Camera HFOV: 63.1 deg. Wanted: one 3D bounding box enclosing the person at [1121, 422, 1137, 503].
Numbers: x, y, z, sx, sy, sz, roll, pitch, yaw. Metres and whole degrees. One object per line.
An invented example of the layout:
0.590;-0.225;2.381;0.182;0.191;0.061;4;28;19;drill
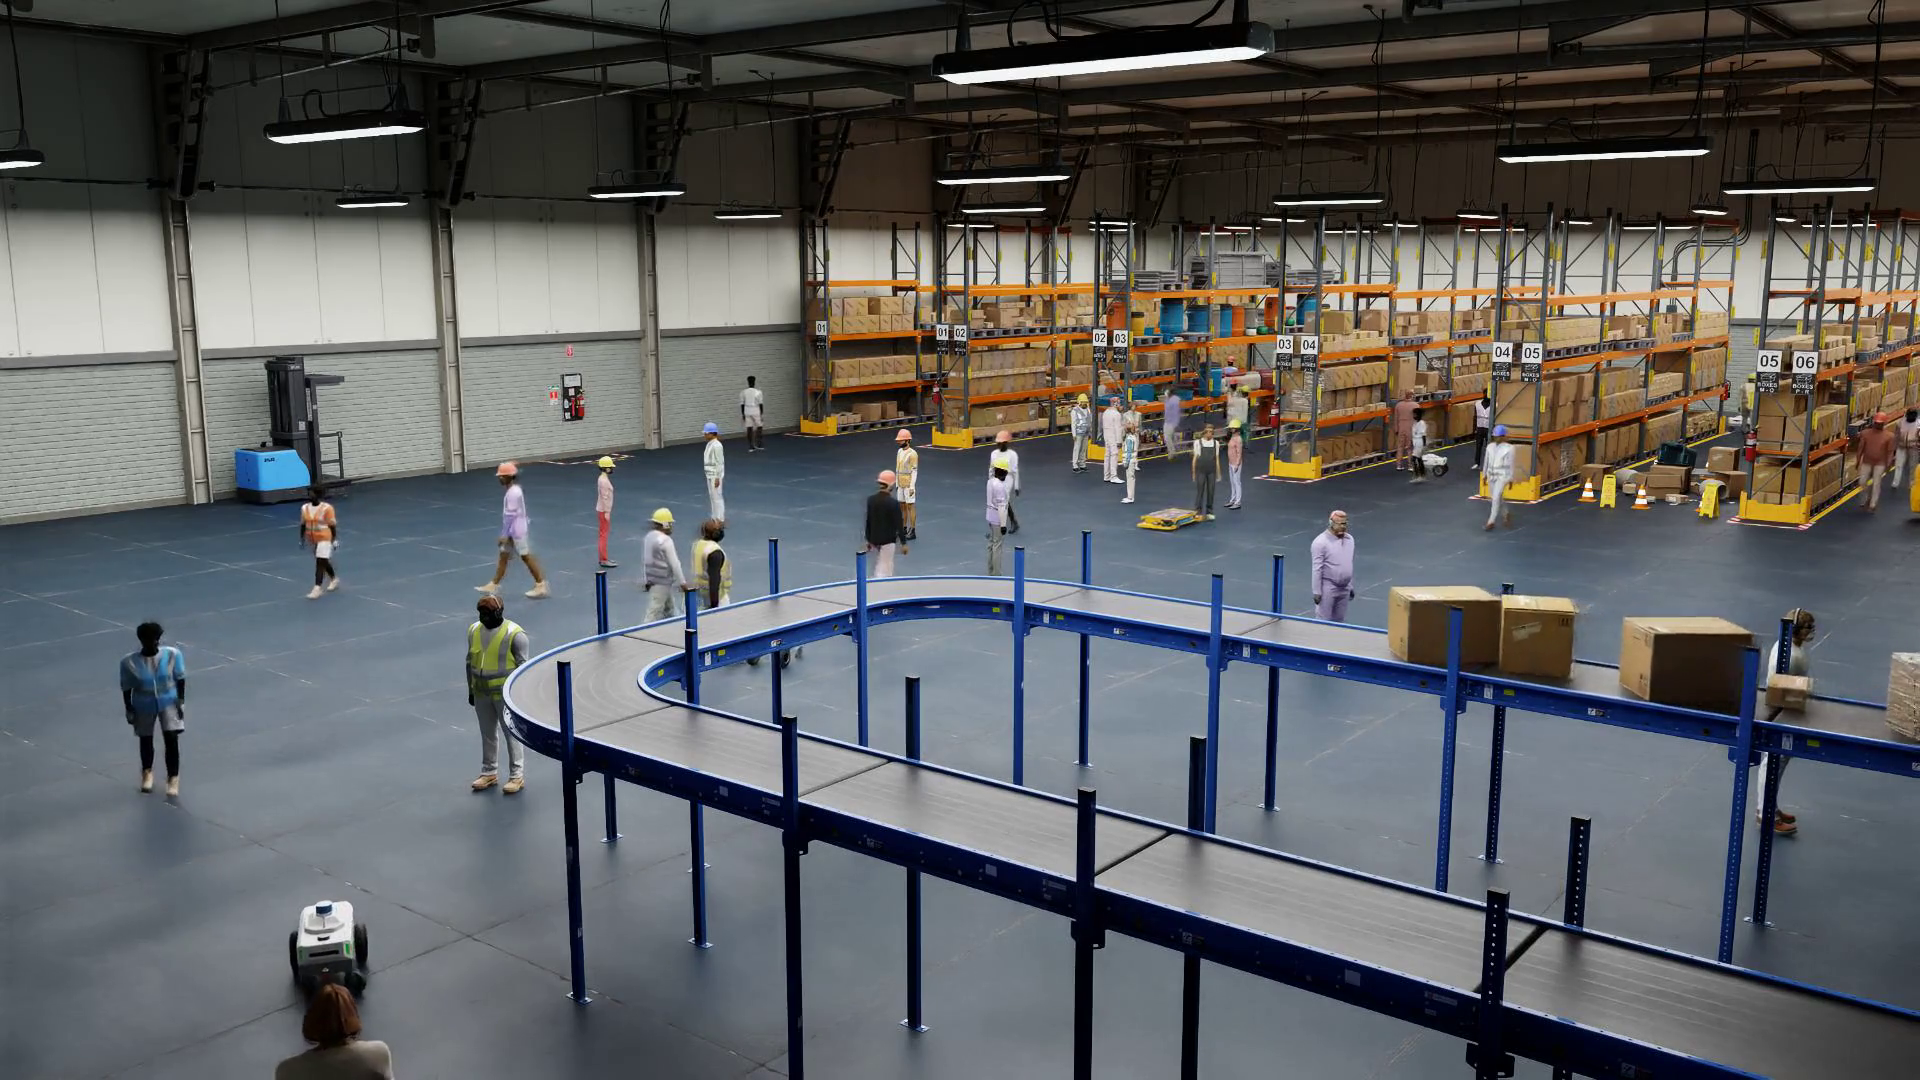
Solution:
3.435;-1.569;31.683;0.307;1.641;0.514;2;10;12;person

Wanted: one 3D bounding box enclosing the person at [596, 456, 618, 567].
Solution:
-5.670;-0.463;25.096;0.330;1.768;0.526;-3;10;-15;person

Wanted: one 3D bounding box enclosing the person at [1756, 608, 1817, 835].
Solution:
7.073;1.528;13.411;0.369;1.938;0.630;6;12;29;person

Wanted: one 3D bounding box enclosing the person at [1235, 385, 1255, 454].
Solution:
7.236;-3.046;39.686;0.670;1.737;0.519;-4;11;-20;person

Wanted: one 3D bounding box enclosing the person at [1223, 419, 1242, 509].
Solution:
5.423;-1.502;30.952;0.309;1.769;0.524;-1;10;-8;person

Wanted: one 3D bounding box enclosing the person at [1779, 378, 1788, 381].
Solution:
22.578;-3.669;42.909;0.618;1.861;0.763;1;10;6;person

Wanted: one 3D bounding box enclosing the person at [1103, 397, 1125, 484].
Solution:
3.406;-2.216;34.571;0.399;1.908;0.643;-4;11;-23;person

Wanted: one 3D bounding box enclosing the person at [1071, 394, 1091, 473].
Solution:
2.826;-2.475;36.236;0.599;1.830;0.403;-10;14;-43;person

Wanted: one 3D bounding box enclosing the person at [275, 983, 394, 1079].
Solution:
-2.837;2.800;7.152;0.520;1.618;0.370;-5;11;-28;person

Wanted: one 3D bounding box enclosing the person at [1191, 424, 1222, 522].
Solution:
4.630;-1.272;29.483;0.571;1.826;0.419;-2;10;-11;person

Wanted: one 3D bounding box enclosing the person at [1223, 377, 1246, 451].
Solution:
7.178;-3.300;40.654;0.823;1.916;0.546;-10;14;-44;person

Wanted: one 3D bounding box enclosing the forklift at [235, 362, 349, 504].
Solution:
-13.803;-2.244;32.110;1.129;2.768;1.873;8;13;37;forklift

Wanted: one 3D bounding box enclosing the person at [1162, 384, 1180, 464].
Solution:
5.059;-2.799;37.816;0.452;1.917;0.677;-3;11;-18;person

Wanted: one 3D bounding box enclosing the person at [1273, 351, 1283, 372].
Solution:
11.998;-6.441;58.190;0.815;1.965;0.596;-4;11;-23;person

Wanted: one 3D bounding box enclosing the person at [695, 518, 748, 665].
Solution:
-3.040;0.628;18.863;0.927;1.809;0.640;-5;11;-26;person

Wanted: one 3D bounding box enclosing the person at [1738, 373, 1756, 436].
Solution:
22.069;-3.773;43.669;0.608;1.795;0.910;4;11;22;person

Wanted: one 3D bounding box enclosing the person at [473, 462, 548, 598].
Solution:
-6.494;-0.129;22.586;1.051;1.984;0.630;-3;11;-17;person

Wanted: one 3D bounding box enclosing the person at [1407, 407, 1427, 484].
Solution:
10.044;-2.080;34.466;0.586;1.676;0.541;0;10;3;person

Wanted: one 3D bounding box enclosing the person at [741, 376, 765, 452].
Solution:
-5.320;-3.271;40.395;0.644;1.939;0.661;2;10;12;person

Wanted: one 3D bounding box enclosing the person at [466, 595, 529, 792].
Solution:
-4.268;1.403;14.384;0.634;1.841;0.429;3;11;19;person

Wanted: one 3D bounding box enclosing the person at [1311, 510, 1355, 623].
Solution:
4.513;0.585;18.815;0.646;1.904;0.401;-6;12;-31;person

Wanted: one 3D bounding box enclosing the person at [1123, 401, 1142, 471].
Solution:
4.027;-2.436;36.585;0.521;1.632;0.329;-5;11;-27;person

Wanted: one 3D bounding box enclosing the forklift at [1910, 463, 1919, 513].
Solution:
19.034;-1.348;28.998;2.313;2.155;1.214;8;13;37;forklift

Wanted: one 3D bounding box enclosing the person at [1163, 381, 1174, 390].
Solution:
7.066;-5.492;53.204;0.712;1.848;0.516;-5;11;-25;person

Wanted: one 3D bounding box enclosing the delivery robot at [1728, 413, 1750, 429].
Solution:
22.446;-3.396;44.872;0.707;0.478;0.477;7;12;35;delivery robot

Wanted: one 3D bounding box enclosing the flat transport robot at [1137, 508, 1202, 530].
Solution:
3.904;-0.397;29.057;0.652;0.197;1.431;7;12;33;flat transport robot

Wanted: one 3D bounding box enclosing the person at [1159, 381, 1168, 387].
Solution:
6.856;-5.359;52.370;0.605;1.872;1.009;8;13;39;person

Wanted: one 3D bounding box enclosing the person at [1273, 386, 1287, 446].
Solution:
8.481;-3.285;41.447;0.816;1.597;0.500;-9;14;-42;person

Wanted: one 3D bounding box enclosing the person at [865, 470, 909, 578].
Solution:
-0.959;-0.006;21.959;0.642;1.962;0.810;10;14;44;person

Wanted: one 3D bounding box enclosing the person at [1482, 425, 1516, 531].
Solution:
9.863;-1.158;28.573;0.816;1.923;0.624;-6;12;-32;person

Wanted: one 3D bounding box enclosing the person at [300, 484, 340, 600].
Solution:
-9.364;-0.019;22.910;0.541;1.658;0.868;3;10;15;person

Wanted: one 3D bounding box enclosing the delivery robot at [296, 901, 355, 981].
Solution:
-4.298;2.692;10.607;0.477;0.478;0.707;-4;11;-20;delivery robot

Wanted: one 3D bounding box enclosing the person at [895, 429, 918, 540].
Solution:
-0.971;-0.984;27.551;0.359;1.938;0.545;-8;13;-36;person

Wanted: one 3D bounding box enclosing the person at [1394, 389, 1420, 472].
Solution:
10.459;-2.559;36.505;0.643;1.908;0.399;10;14;43;person

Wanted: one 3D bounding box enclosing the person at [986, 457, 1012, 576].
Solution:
0.591;-0.298;23.745;0.381;1.917;0.585;-3;10;-15;person

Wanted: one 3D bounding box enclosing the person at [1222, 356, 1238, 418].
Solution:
8.434;-4.776;48.891;0.553;1.935;0.363;5;11;24;person

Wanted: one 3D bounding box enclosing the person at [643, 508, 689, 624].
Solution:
-3.699;0.491;19.690;0.945;1.778;0.608;-7;12;-33;person

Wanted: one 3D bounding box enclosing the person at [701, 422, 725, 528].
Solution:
-4.516;-1.183;28.639;0.404;1.945;0.615;-5;11;-25;person

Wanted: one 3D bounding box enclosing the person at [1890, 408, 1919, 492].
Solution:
20.144;-1.912;33.208;0.644;1.789;0.978;9;13;41;person

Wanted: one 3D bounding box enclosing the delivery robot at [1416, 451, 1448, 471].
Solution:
10.802;-1.803;35.904;0.707;0.478;0.477;5;11;27;delivery robot

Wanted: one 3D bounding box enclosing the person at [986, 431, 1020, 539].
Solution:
0.789;-1.002;27.797;0.556;1.893;1.013;8;13;39;person

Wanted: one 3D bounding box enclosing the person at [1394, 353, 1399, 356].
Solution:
14.770;-5.515;53.163;0.639;1.902;0.406;1;10;5;person

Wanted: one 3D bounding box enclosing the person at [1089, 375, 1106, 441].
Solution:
3.706;-3.562;42.383;0.531;1.829;0.929;3;11;17;person

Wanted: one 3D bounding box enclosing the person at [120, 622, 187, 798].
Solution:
-7.308;1.540;14.218;0.544;1.625;0.885;-5;11;-28;person

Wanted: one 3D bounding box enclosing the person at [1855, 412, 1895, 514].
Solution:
17.679;-1.489;30.272;0.652;1.972;0.597;8;13;39;person

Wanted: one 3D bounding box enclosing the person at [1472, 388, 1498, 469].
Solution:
12.350;-2.612;36.766;0.592;1.919;0.392;7;12;33;person
